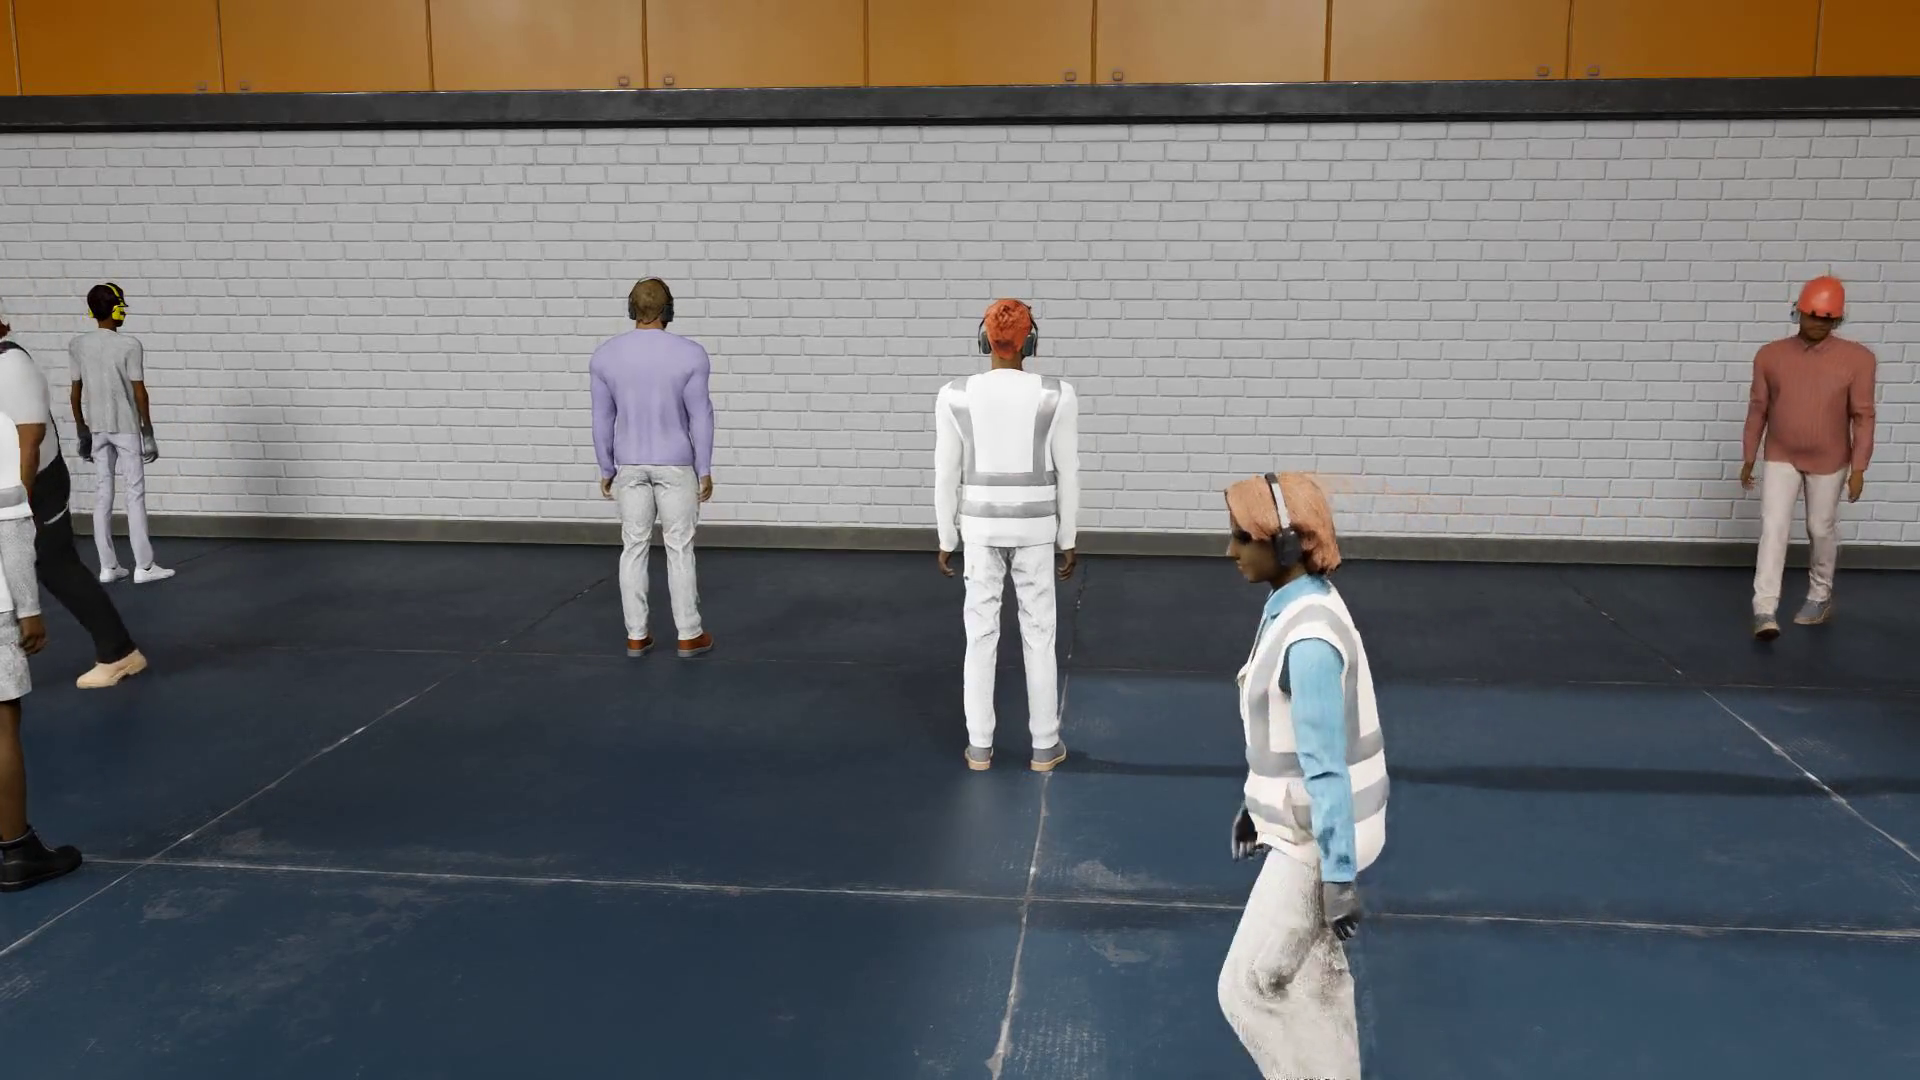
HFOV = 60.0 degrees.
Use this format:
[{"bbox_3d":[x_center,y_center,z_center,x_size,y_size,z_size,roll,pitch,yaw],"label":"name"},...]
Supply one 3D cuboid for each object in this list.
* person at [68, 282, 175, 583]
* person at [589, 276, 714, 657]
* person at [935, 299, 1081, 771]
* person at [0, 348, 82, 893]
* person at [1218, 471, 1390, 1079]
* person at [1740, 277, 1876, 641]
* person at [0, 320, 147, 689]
[{"bbox_3d":[-5.266,-0.660,10.380,0.521,1.873,0.336,1,10,8],"label":"person"},{"bbox_3d":[-1.555,-0.362,8.478,0.629,1.940,0.379,1,10,8],"label":"person"},{"bbox_3d":[0.190,-0.010,6.621,0.575,1.883,0.362,1,10,8],"label":"person"},{"bbox_3d":[-3.215,0.182,5.376,0.546,1.934,0.376,1,10,8],"label":"person"},{"bbox_3d":[0.740,0.654,3.583,0.394,1.621,0.519,2,10,11],"label":"person"},{"bbox_3d":[4.536,-0.436,8.931,0.660,1.933,1.054,7,12,34],"label":"person"},{"bbox_3d":[-4.340,-0.260,7.600,0.721,2.000,1.046,7,12,34],"label":"person"}]
